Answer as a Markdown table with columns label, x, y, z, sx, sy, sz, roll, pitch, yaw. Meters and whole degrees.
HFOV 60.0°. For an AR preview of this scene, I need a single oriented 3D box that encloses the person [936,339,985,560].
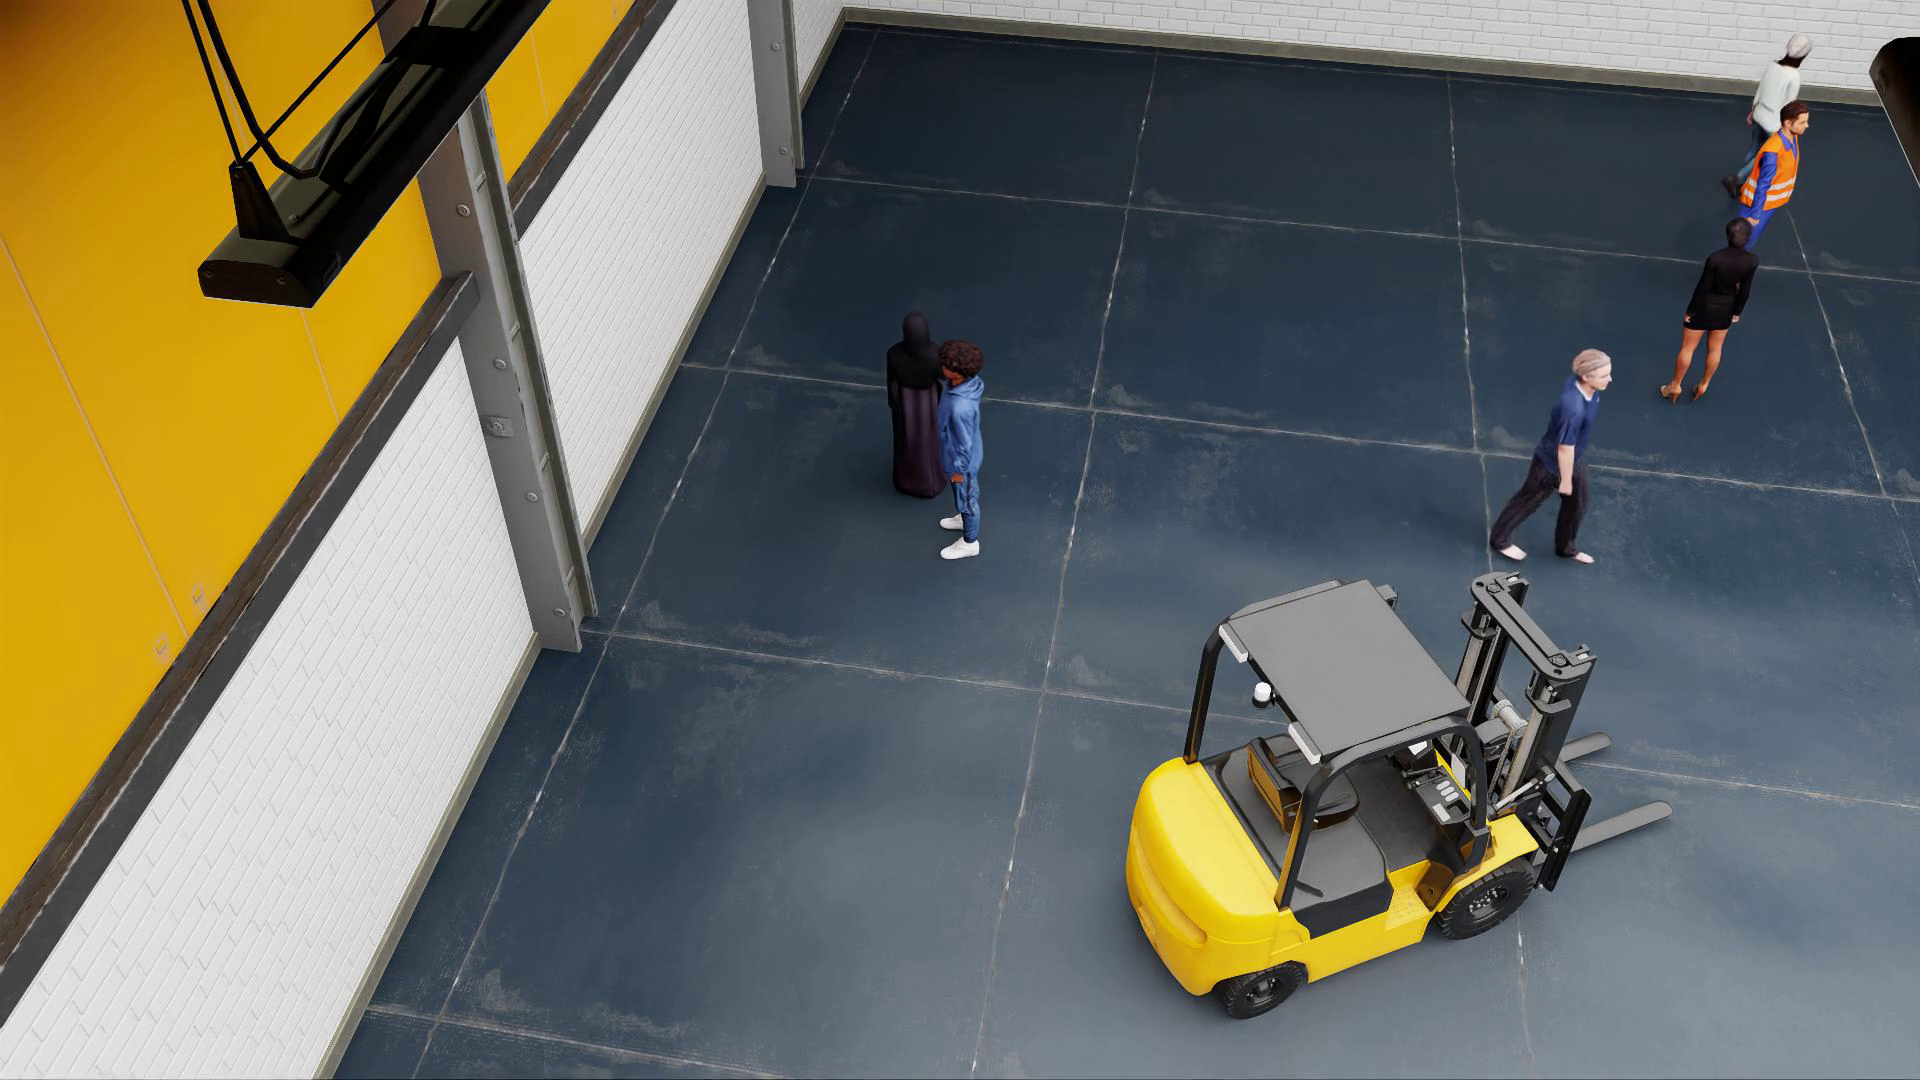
| label | x | y | z | sx | sy | sz | roll | pitch | yaw |
| --- | --- | --- | --- | --- | --- | --- | --- | --- | --- |
| person | 0.013 | -0.635 | 11.483 | 0.765 | 1.809 | 0.543 | 0 | 44 | 0 |

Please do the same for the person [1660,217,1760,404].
| label | x | y | z | sx | sy | sz | roll | pitch | yaw |
| --- | --- | --- | --- | --- | --- | --- | --- | --- | --- |
| person | 5.775 | -1.750 | 12.776 | 0.612 | 1.640 | 0.633 | 0 | 44 | 0 |

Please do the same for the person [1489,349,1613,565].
| label | x | y | z | sx | sy | sz | roll | pitch | yaw |
| --- | --- | --- | --- | --- | --- | --- | --- | --- | --- |
| person | 4.008 | -0.577 | 11.399 | 0.960 | 1.841 | 1.003 | 24 | 49 | 23 |

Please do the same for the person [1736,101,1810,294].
| label | x | y | z | sx | sy | sz | roll | pitch | yaw |
| --- | --- | --- | --- | --- | --- | --- | --- | --- | --- |
| person | 6.586 | -2.768 | 13.683 | 0.846 | 1.864 | 0.710 | 27 | 50 | 25 |

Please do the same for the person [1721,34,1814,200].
| label | x | y | z | sx | sy | sz | roll | pitch | yaw |
| --- | --- | --- | --- | --- | --- | --- | --- | --- | --- |
| person | 7.179 | -3.738 | 14.863 | 0.816 | 1.640 | 0.777 | -15 | 46 | -16 |

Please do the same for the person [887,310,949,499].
| label | x | y | z | sx | sy | sz | roll | pitch | yaw |
| --- | --- | --- | --- | --- | --- | --- | --- | --- | --- |
| person | -0.310 | -0.993 | 12.003 | 0.628 | 1.611 | 0.627 | 1 | 44 | 1 |
